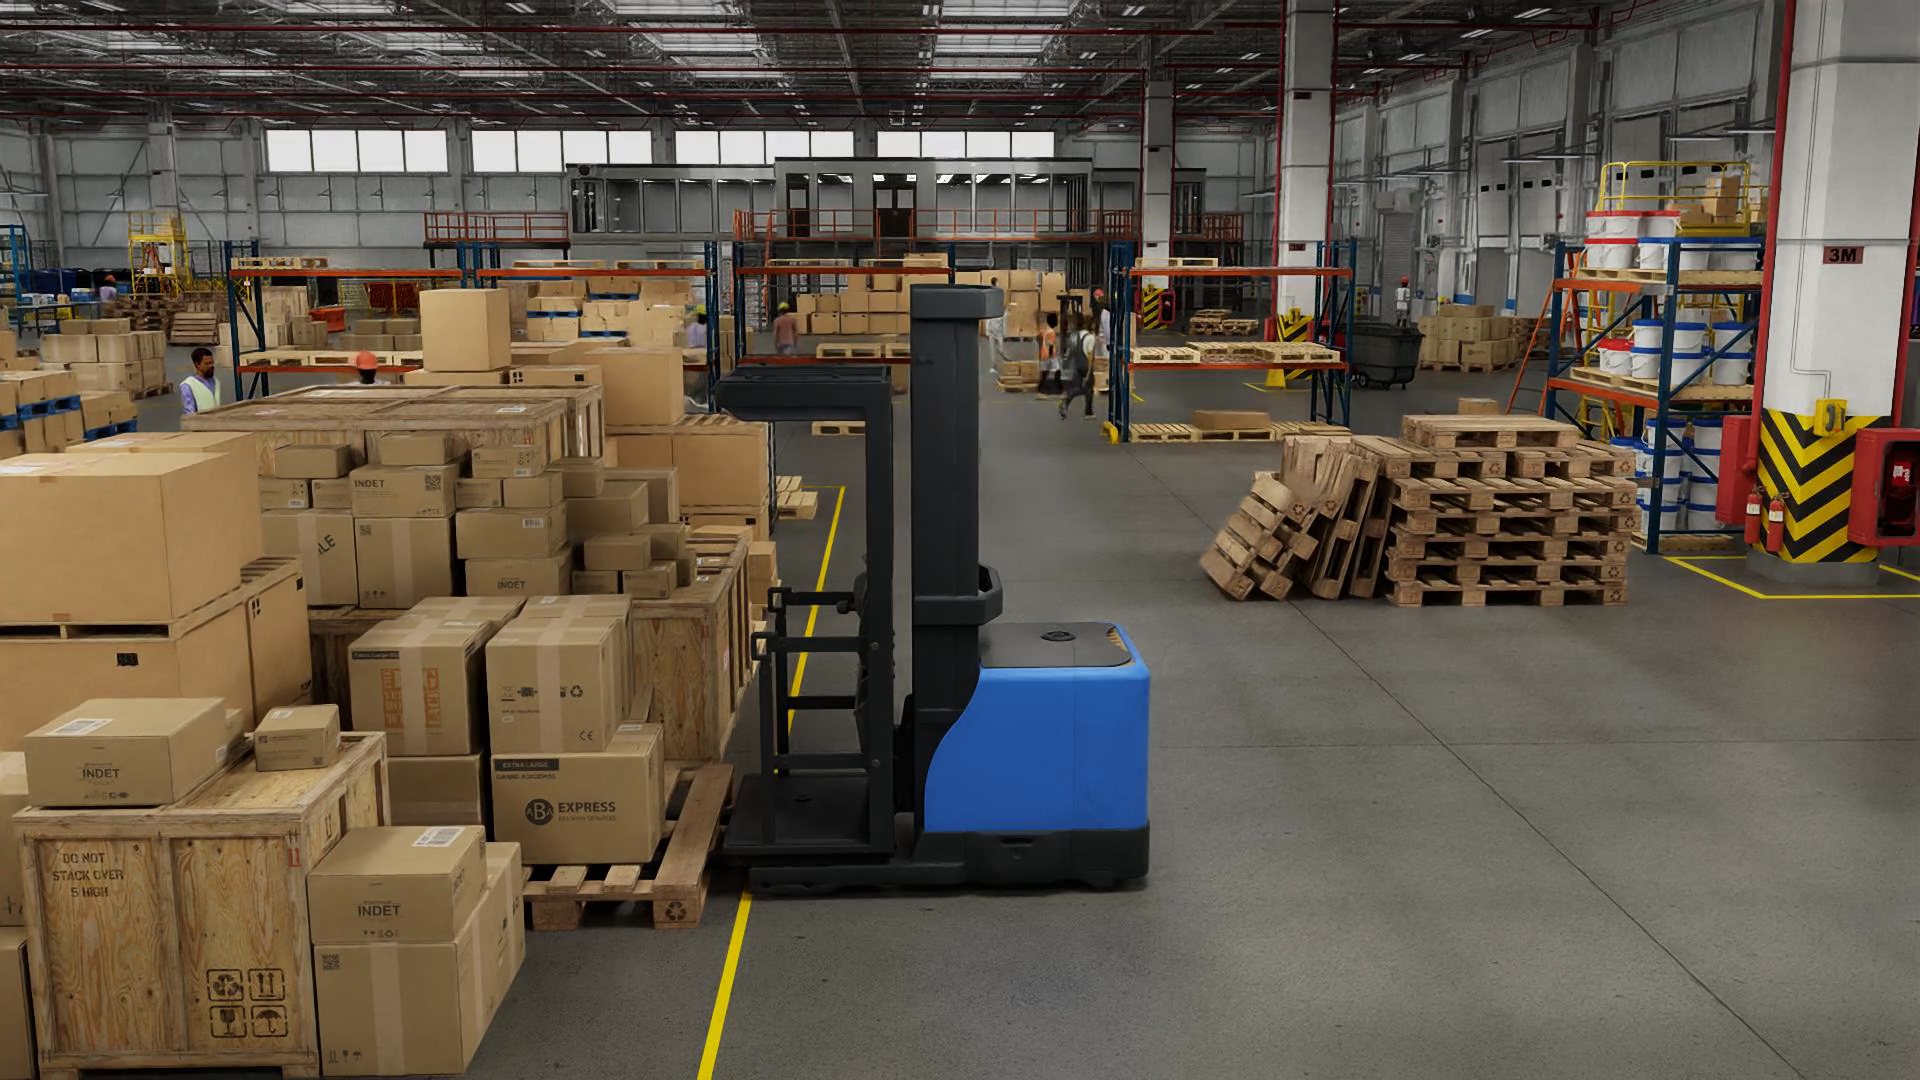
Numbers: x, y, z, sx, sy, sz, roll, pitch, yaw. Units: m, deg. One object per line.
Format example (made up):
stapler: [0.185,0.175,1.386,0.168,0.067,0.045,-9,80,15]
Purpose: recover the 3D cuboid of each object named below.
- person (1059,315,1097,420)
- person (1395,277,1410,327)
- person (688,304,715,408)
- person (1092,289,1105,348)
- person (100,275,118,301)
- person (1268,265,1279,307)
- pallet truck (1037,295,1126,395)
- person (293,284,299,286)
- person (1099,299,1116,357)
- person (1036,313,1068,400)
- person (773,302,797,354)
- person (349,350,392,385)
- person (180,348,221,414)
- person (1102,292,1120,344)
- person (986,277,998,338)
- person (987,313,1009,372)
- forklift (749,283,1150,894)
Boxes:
person: [2.064,-2.914,28.191,0.760,1.814,0.540,-9,13,-41]
person: [13.819,-7.227,51.864,0.371,1.939,0.543,-7,12,-35]
person: [-4.673,-3.332,30.256,0.408,1.913,0.585,5,11,24]
person: [3.296,-4.854,38.645,0.613,1.950,1.028,-9,13,-40]
person: [-25.933,-7.084,50.829,0.634,2.021,0.521,3,11,18]
person: [14.384,-11.563,75.904,0.617,1.978,0.493,2,10,11]
pallet truck: [2.483,-3.881,33.060,1.885,1.965,0.823,-7,13,-36]
person: [-18.340,-6.154,46.083,0.533,1.868,0.312,-5,11,-24]
person: [3.139,-4.130,34.902,0.429,1.838,0.621,1,10,8]
person: [1.819,-3.495,31.816,0.804,1.657,0.552,-2,10,-9]
person: [-3.768,-4.231,35.749,0.546,1.739,0.762,-3,11,-18]
person: [-6.387,-1.119,18.023,1.019,1.889,0.553,10,14,44]
person: [-8.065,-1.094,17.756,0.373,1.916,0.596,1,10,6]
person: [3.415,-4.541,36.941,0.590,1.923,0.383,-3,10,-14]
person: [1.030,-7.312,52.380,0.379,1.931,0.625,4,11,20]
person: [0.890,-4.778,38.819,0.490,1.729,0.550,7,12,32]
forklift: [-0.058,0.174,8.009,1.873,2.768,1.129,0,10,-2]
